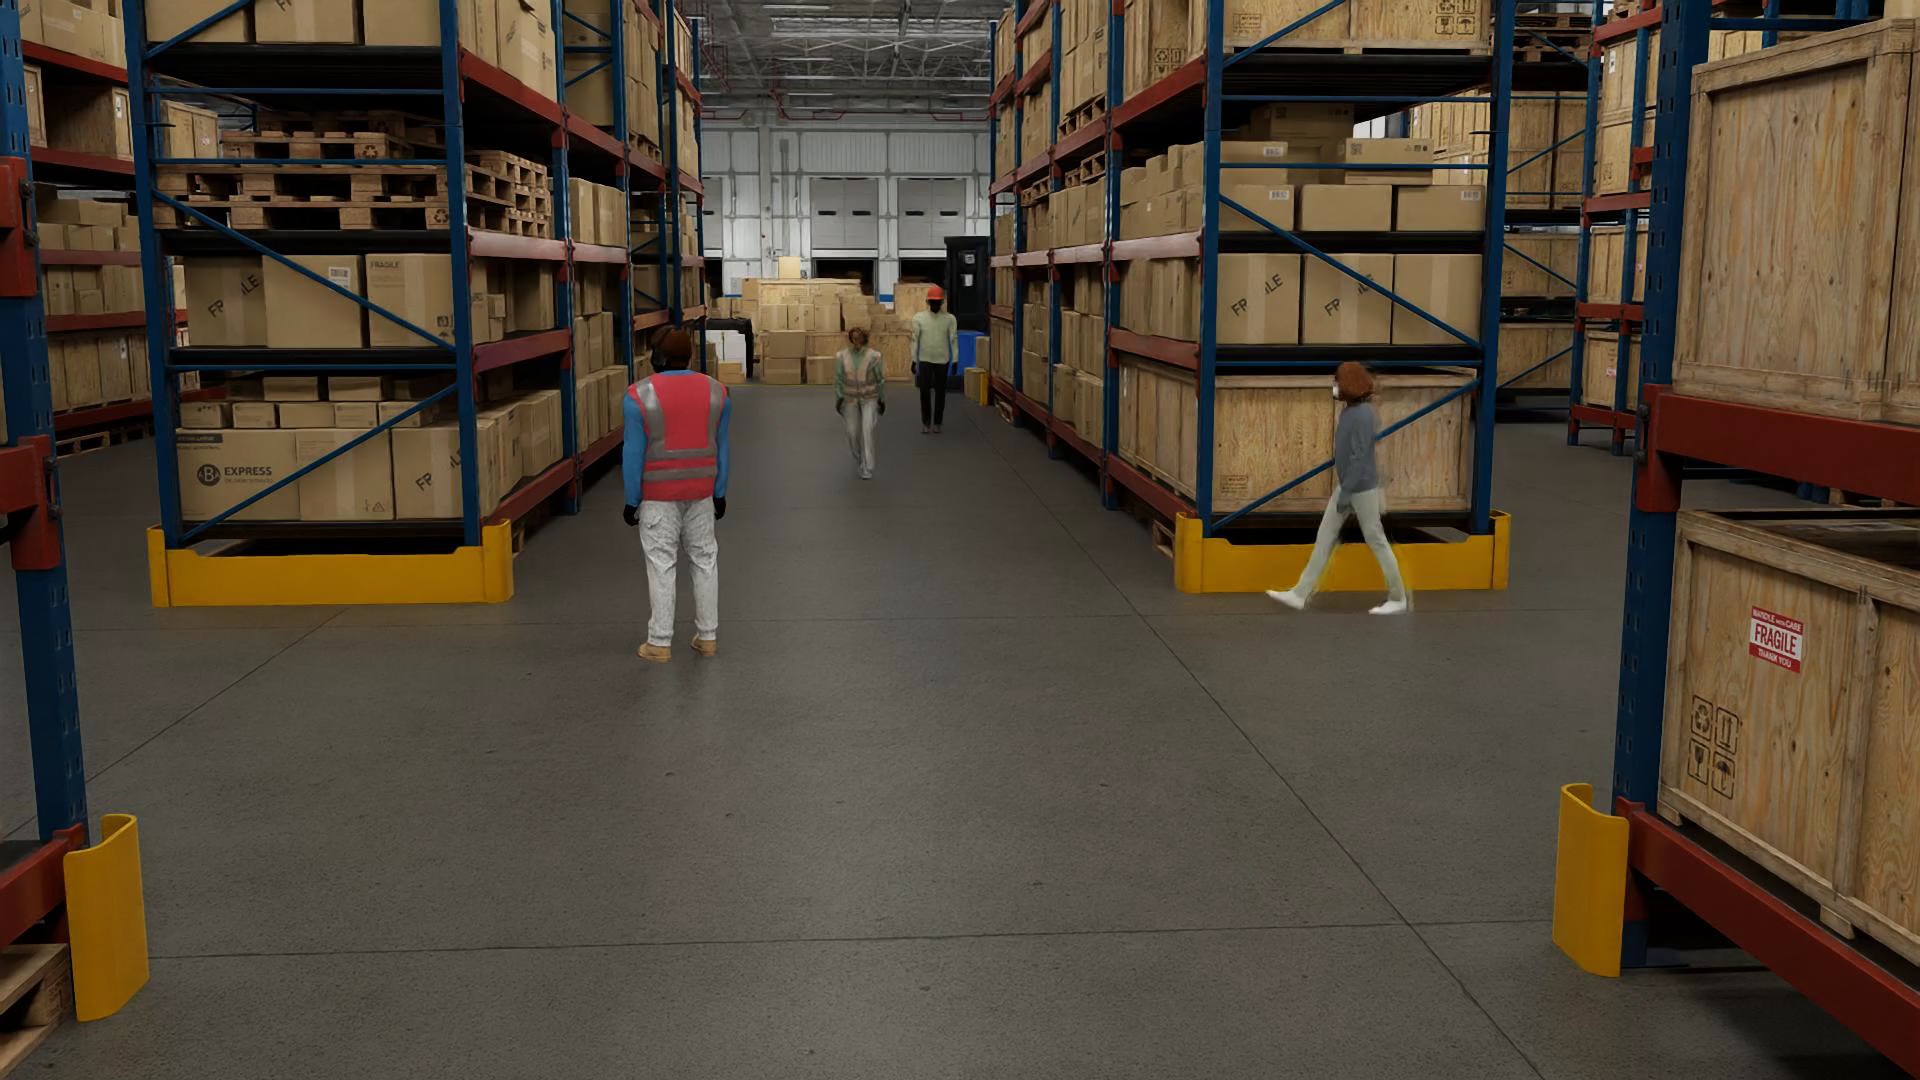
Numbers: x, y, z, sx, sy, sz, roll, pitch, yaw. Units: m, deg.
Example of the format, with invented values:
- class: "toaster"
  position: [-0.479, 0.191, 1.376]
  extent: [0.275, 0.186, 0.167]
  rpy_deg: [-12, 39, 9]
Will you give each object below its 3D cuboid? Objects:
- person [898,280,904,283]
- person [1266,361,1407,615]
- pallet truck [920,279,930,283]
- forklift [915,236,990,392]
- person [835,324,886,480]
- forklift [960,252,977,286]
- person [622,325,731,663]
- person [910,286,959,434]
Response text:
- class: "person"
  position: [-2.376, -9.165, 64.910]
  extent: [0.882, 1.905, 0.578]
  rpy_deg: [3, 9, 17]
- class: "person"
  position: [2.403, -0.313, 10.353]
  extent: [0.881, 1.583, 0.518]
  rpy_deg: [-1, 9, -4]
- class: "pallet truck"
  position: [-0.932, -8.922, 63.114]
  extent: [1.885, 1.965, 0.823]
  rpy_deg: [2, 9, 13]
- class: "forklift"
  position: [0.146, -4.169, 30.509]
  extent: [1.129, 2.768, 1.873]
  rpy_deg: [8, 12, 40]
- class: "person"
  position: [-1.027, -1.444, 17.329]
  extent: [0.548, 1.615, 0.484]
  rpy_deg: [1, 9, 9]
- class: "forklift"
  position: [0.137, -7.455, 51.143]
  extent: [1.129, 2.768, 1.873]
  rpy_deg: [-2, 9, -10]
- class: "person"
  position: [-1.567, -0.252, 9.151]
  extent: [0.633, 1.846, 0.429]
  rpy_deg: [-6, 11, -34]
- class: "person"
  position: [-0.336, -2.376, 22.094]
  extent: [0.654, 1.964, 0.836]
  rpy_deg: [0, 9, 0]
